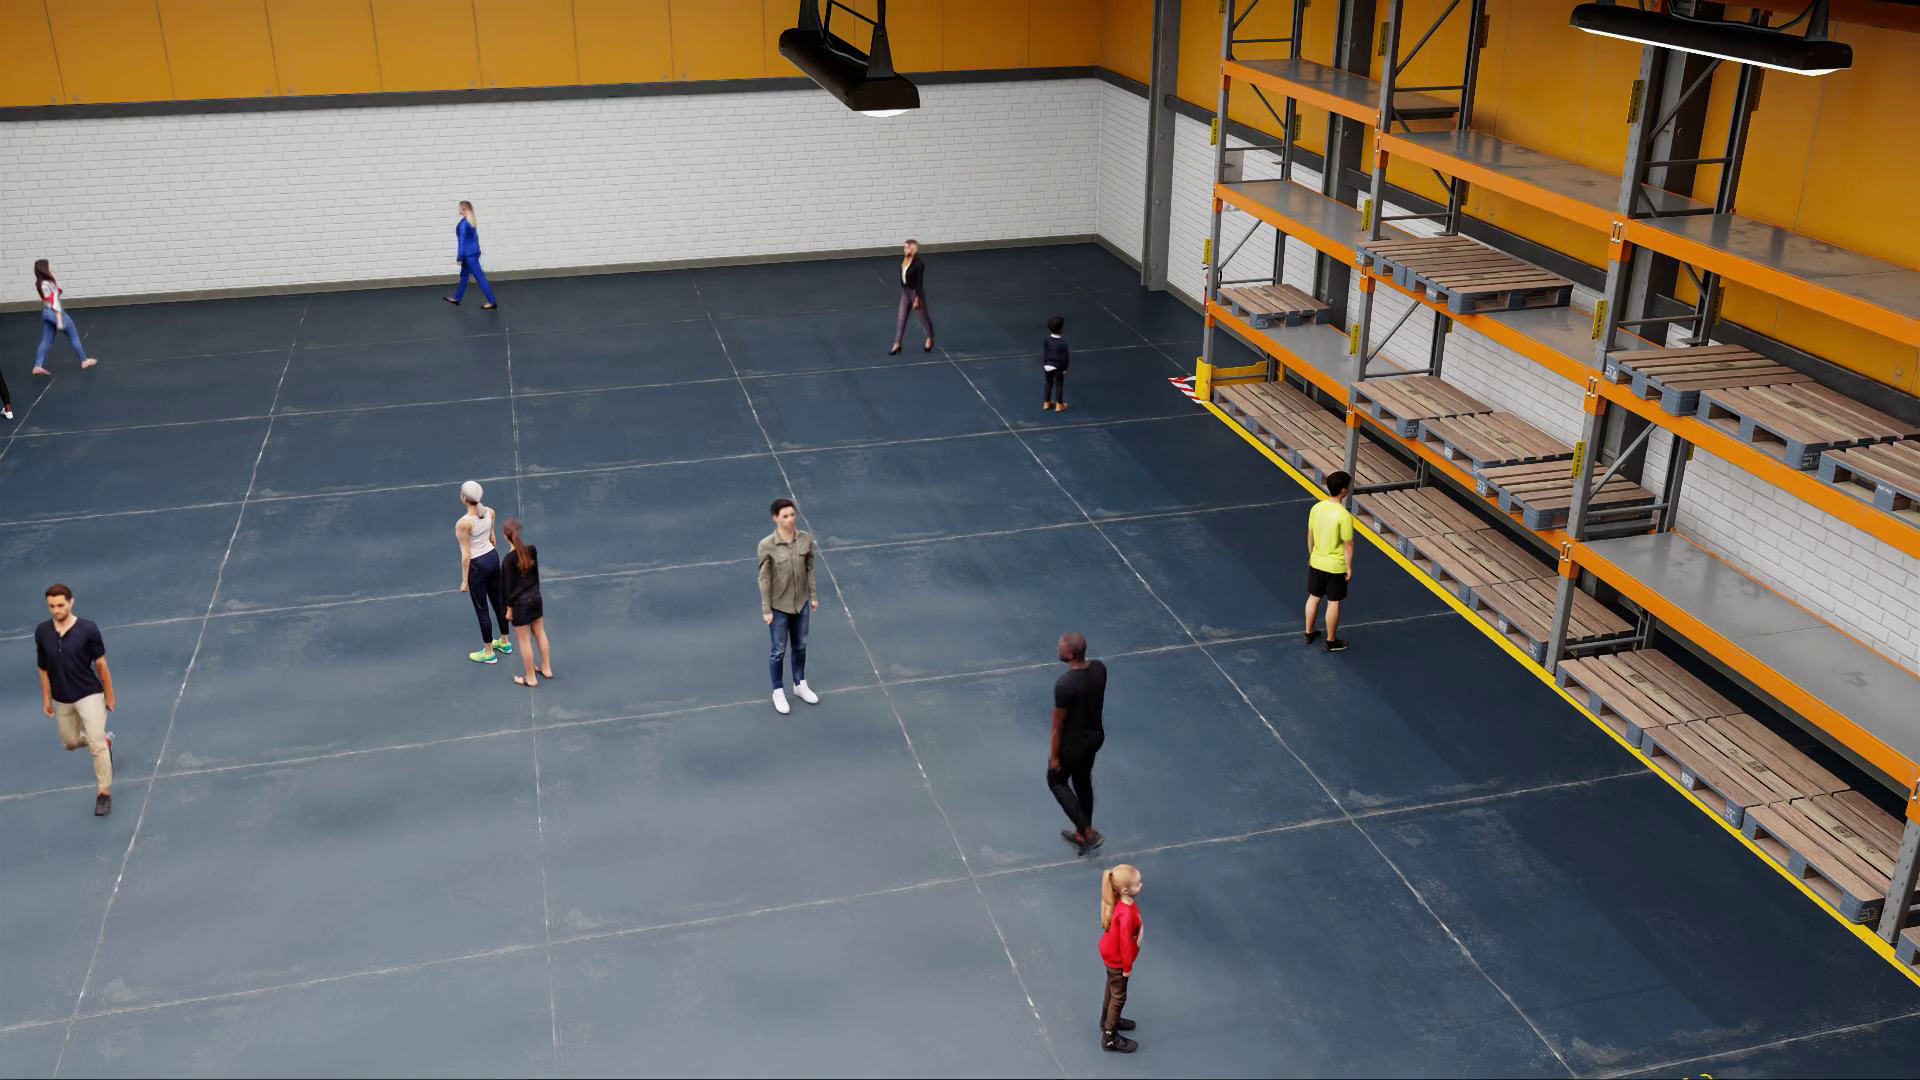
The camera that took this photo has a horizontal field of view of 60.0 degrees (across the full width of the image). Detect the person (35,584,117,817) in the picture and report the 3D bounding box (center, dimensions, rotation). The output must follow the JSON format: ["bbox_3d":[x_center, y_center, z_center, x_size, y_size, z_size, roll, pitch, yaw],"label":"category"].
[{"bbox_3d":[-6.683,1.153,12.656,0.752,1.841,1.029,-3,24,-6],"label":"person"}]

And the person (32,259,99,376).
[{"bbox_3d":[-12.292,-2.968,22.415,1.073,1.575,1.124,14,27,29],"label":"person"}]

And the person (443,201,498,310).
[{"bbox_3d":[-7.372,-4.308,25.380,0.872,1.656,1.097,0,24,0],"label":"person"}]

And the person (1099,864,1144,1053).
[{"bbox_3d":[0.975,2.534,10.195,0.580,1.282,0.472,-1,24,-3],"label":"person"}]

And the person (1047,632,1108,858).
[{"bbox_3d":[0.897,1.506,11.896,0.863,1.804,0.926,-17,29,-34],"label":"person"}]

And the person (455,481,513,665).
[{"bbox_3d":[-4.258,0.273,14.843,0.741,1.702,0.670,12,26,25],"label":"person"}]

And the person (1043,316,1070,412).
[{"bbox_3d":[1.212,-2.255,21.225,0.573,1.223,0.645,16,28,32],"label":"person"}]

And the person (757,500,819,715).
[{"bbox_3d":[-1.463,0.527,14.055,0.778,1.867,0.729,-16,28,-32],"label":"person"}]

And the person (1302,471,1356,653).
[{"bbox_3d":[3.343,0.185,15.037,0.762,1.709,0.623,-19,30,-37],"label":"person"}]

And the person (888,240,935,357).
[{"bbox_3d":[-0.573,-3.372,23.280,1.070,1.624,1.011,21,31,39],"label":"person"}]

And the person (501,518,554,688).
[{"bbox_3d":[-3.780,0.524,14.454,0.686,1.554,0.635,16,28,32],"label":"person"}]
